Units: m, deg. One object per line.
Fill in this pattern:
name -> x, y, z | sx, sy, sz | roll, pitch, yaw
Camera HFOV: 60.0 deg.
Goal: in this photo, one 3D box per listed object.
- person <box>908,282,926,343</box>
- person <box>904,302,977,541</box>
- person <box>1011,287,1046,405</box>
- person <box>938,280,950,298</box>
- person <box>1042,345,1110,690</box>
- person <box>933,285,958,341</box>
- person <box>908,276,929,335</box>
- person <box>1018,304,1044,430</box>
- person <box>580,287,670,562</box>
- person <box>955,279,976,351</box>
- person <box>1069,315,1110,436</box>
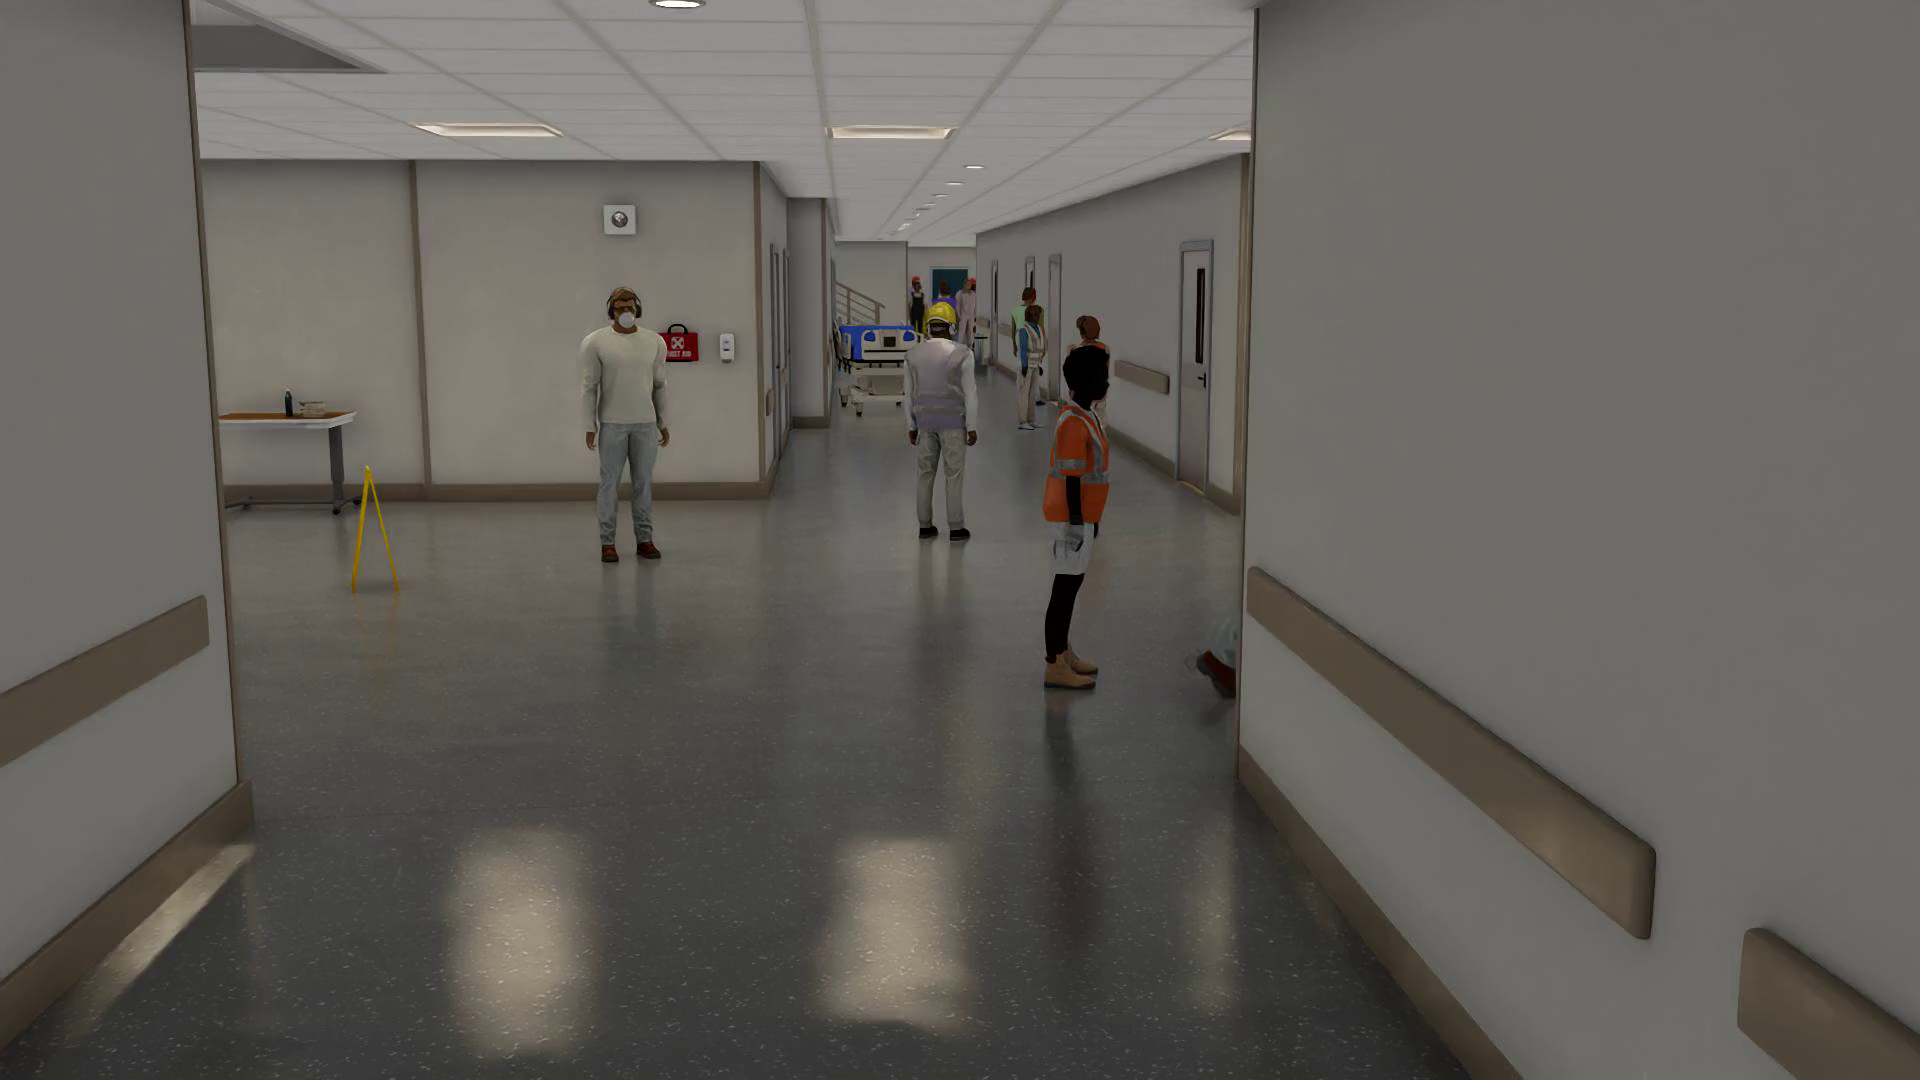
person -> -1.195, -6.275, 46.396 | 0.546, 1.844, 0.335 | -3, 9, -16
person -> -0.138, -0.902, 12.715 | 0.590, 1.824, 0.403 | 4, 10, 23
person -> 1.062, -3.014, 25.912 | 0.563, 1.839, 0.389 | 5, 10, 27
person -> -0.521, -7.290, 52.617 | 0.347, 1.882, 0.584 | -5, 10, -28
person -> 0.571, -0.112, 8.183 | 0.323, 1.690, 0.534 | 1, 9, 9
person -> -0.332, -4.734, 36.854 | 0.576, 1.795, 0.979 | -2, 9, -10
person -> -1.541, -7.831, 55.722 | 1.068, 1.992, 0.626 | 1, 9, 8
person -> 0.936, -2.275, 21.892 | 0.315, 1.641, 0.514 | 5, 10, 30
person -> -2.364, -0.815, 11.795 | 0.635, 1.937, 0.353 | -5, 10, -28
person -> 0.192, -5.980, 44.305 | 0.641, 1.913, 0.407 | -6, 11, -35
person -> 1.234, -1.330, 15.968 | 0.511, 1.640, 0.308 | -8, 12, -42
